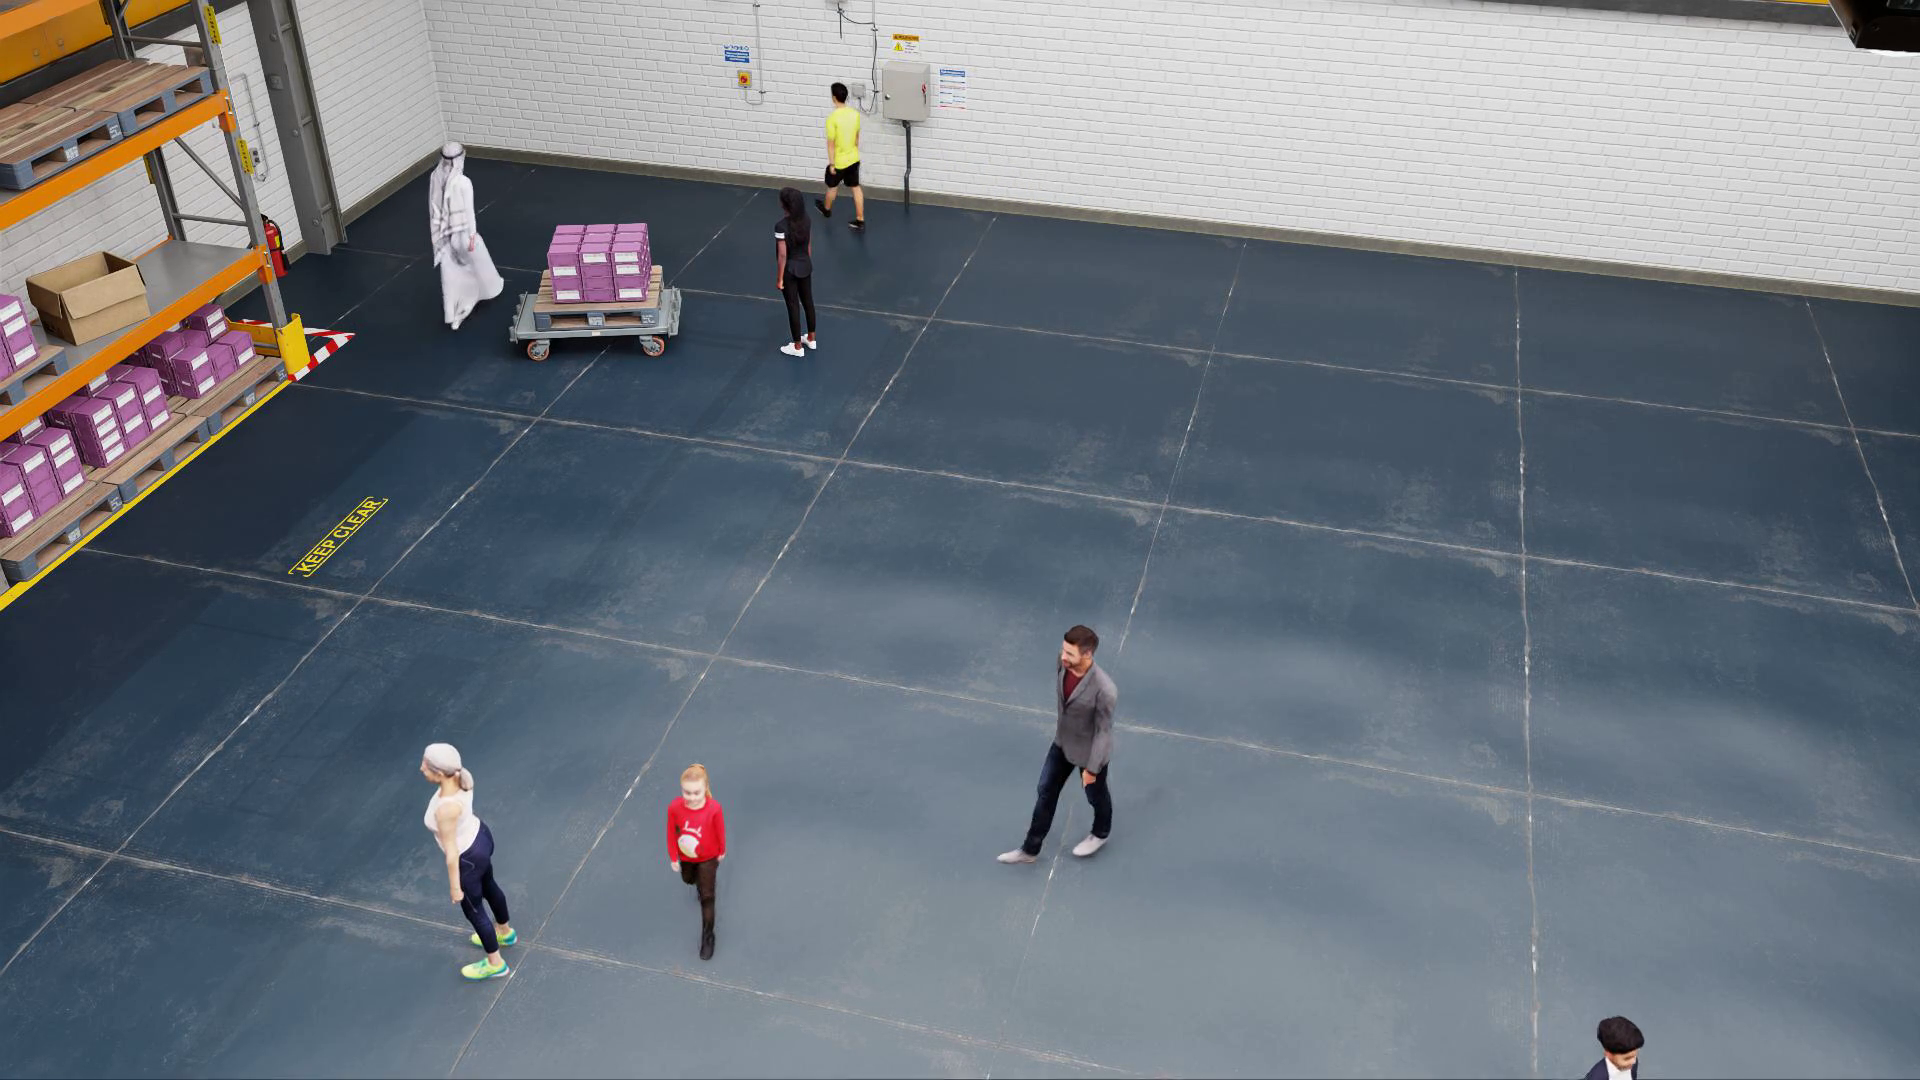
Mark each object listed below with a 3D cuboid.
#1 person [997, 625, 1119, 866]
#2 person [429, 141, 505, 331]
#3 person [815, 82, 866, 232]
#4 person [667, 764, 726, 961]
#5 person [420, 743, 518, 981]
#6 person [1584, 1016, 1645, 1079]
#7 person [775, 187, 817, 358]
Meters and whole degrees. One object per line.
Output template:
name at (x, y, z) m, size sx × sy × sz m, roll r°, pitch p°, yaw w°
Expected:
person at (0.821, 1.260, 10.400) m, size 1.174 × 1.842 × 1.071 m, roll -23°, pitch 40°, yaw -30°
person at (-5.141, -3.033, 16.835) m, size 0.722 × 1.868 × 1.273 m, roll 5°, pitch 34°, yaw 8°
person at (-1.275, -4.324, 18.966) m, size 1.123 × 1.660 × 1.118 m, roll -23°, pitch 40°, yaw -30°
person at (-1.584, 1.849, 10.038) m, size 0.609 × 1.263 × 0.933 m, roll 1°, pitch 34°, yaw 2°
person at (-2.839, 1.841, 9.657) m, size 0.715 × 1.698 × 0.562 m, roll -1°, pitch 34°, yaw -1°
person at (3.242, 2.872, 8.540) m, size 0.701 × 1.217 × 0.763 m, roll -17°, pitch 37°, yaw -24°
person at (-1.618, -2.653, 16.376) m, size 0.759 × 1.743 × 0.647 m, roll 26°, pitch 41°, yaw 33°
